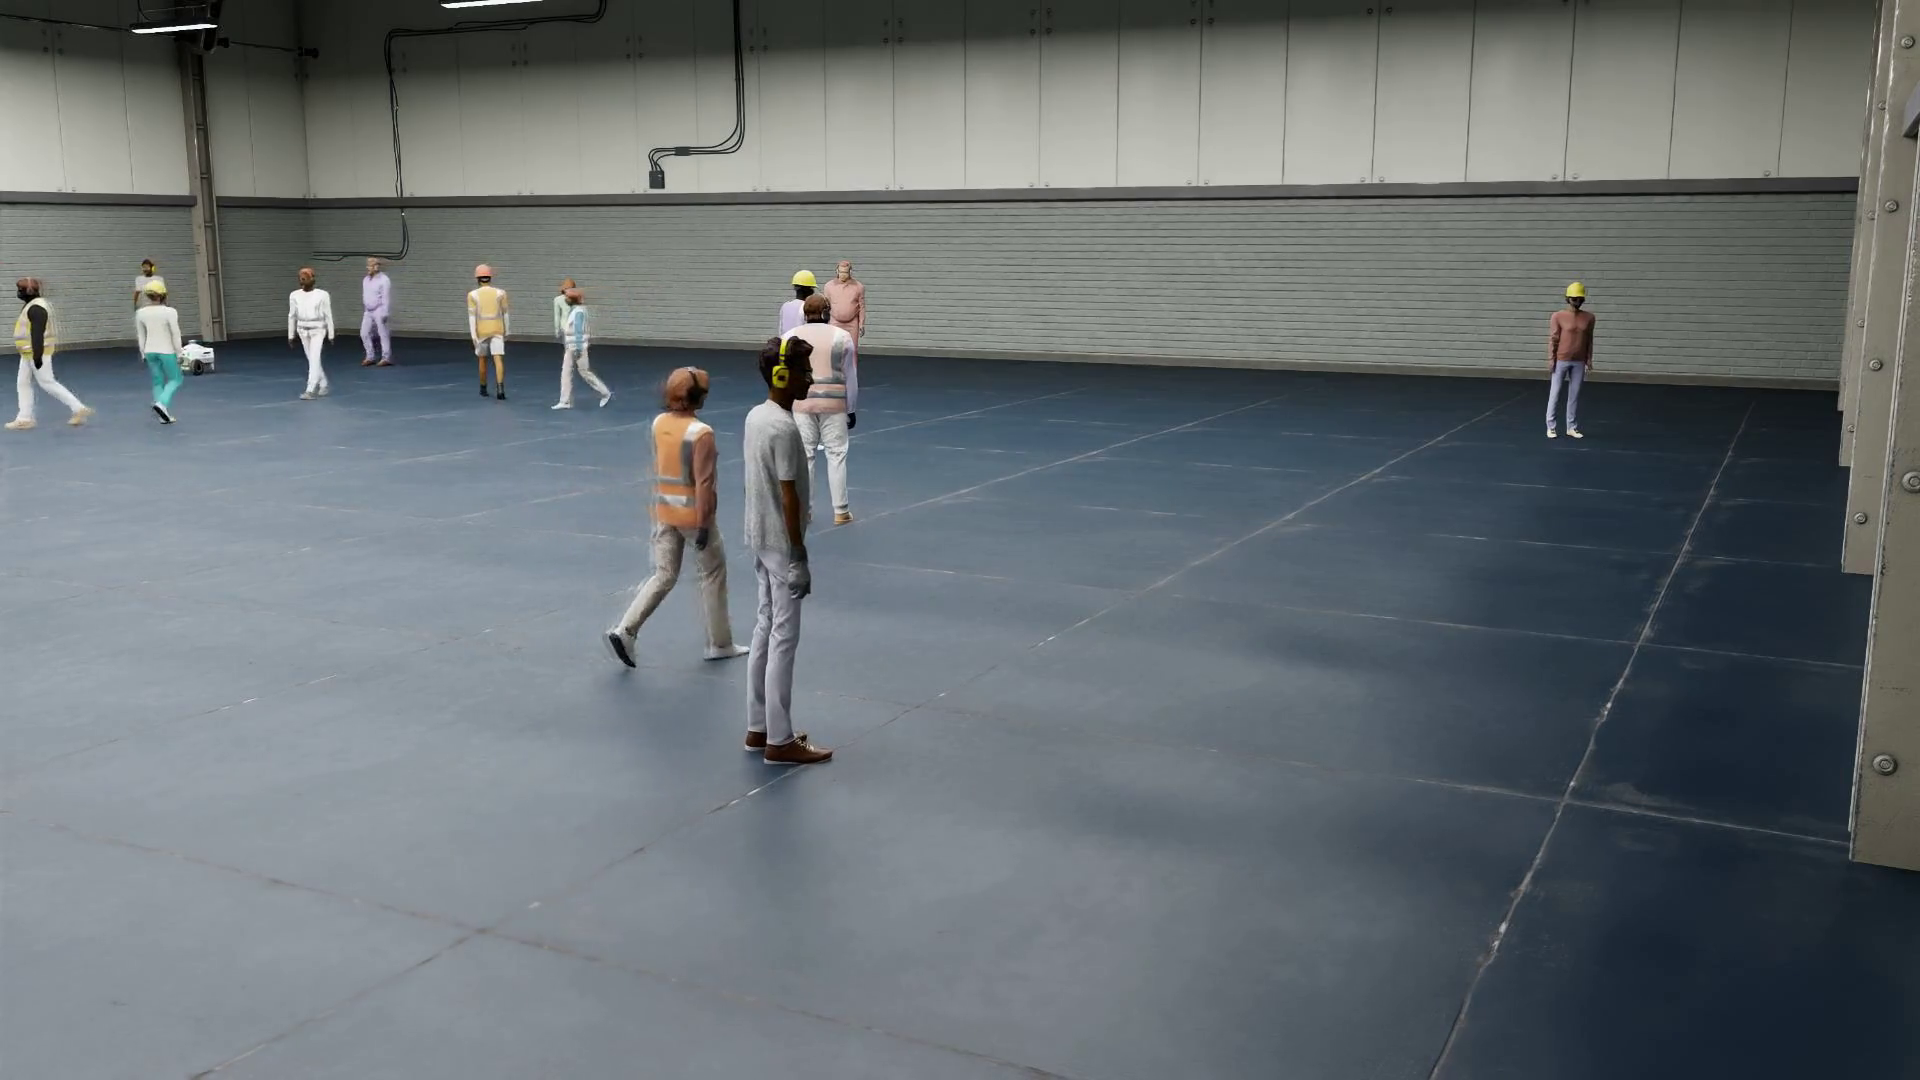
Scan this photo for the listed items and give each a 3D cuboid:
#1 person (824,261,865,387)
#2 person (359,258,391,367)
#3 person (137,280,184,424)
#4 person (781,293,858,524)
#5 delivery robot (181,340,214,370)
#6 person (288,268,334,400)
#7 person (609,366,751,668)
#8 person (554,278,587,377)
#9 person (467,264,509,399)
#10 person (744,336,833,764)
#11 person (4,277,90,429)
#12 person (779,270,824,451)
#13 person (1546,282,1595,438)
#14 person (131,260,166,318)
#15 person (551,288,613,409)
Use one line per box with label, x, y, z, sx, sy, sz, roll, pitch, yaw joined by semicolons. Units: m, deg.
person;-1.750;-3.248;25.143;0.639;1.902;0.407;-1;10;-6
person;-10.274;-3.961;29.041;0.673;1.887;0.657;6;12;31
person;-9.714;-2.271;20.186;0.541;1.754;0.460;1;10;7
person;-1.117;-1.033;13.238;0.619;1.839;0.430;1;10;3
delivery robot;-12.695;-3.061;27.533;0.477;0.478;0.707;2;11;10
person;-9.179;-2.926;23.565;0.595;1.842;0.990;1;10;5
person;-1.504;-0.115;8.836;0.514;1.611;0.752;9;14;41
person;-6.257;-3.396;26.717;0.510;1.611;0.654;-1;10;-4
person;-6.647;-2.939;23.498;0.558;1.896;0.991;-4;11;-20
person;-0.781;0.045;7.281;0.315;1.865;0.526;-5;11;-24
person;-10.969;-2.236;19.872;0.875;1.811;0.630;-7;13;-35
person;-1.680;-1.914;17.797;0.384;1.922;0.594;-10;14;-42
person;6.936;-2.031;18.870;0.526;1.768;0.330;-1;10;-6
person;-15.211;-4.316;31.176;0.538;1.827;0.964;-1;10;-5
person;-5.028;-2.536;22.051;0.763;1.610;0.522;-6;12;-31
